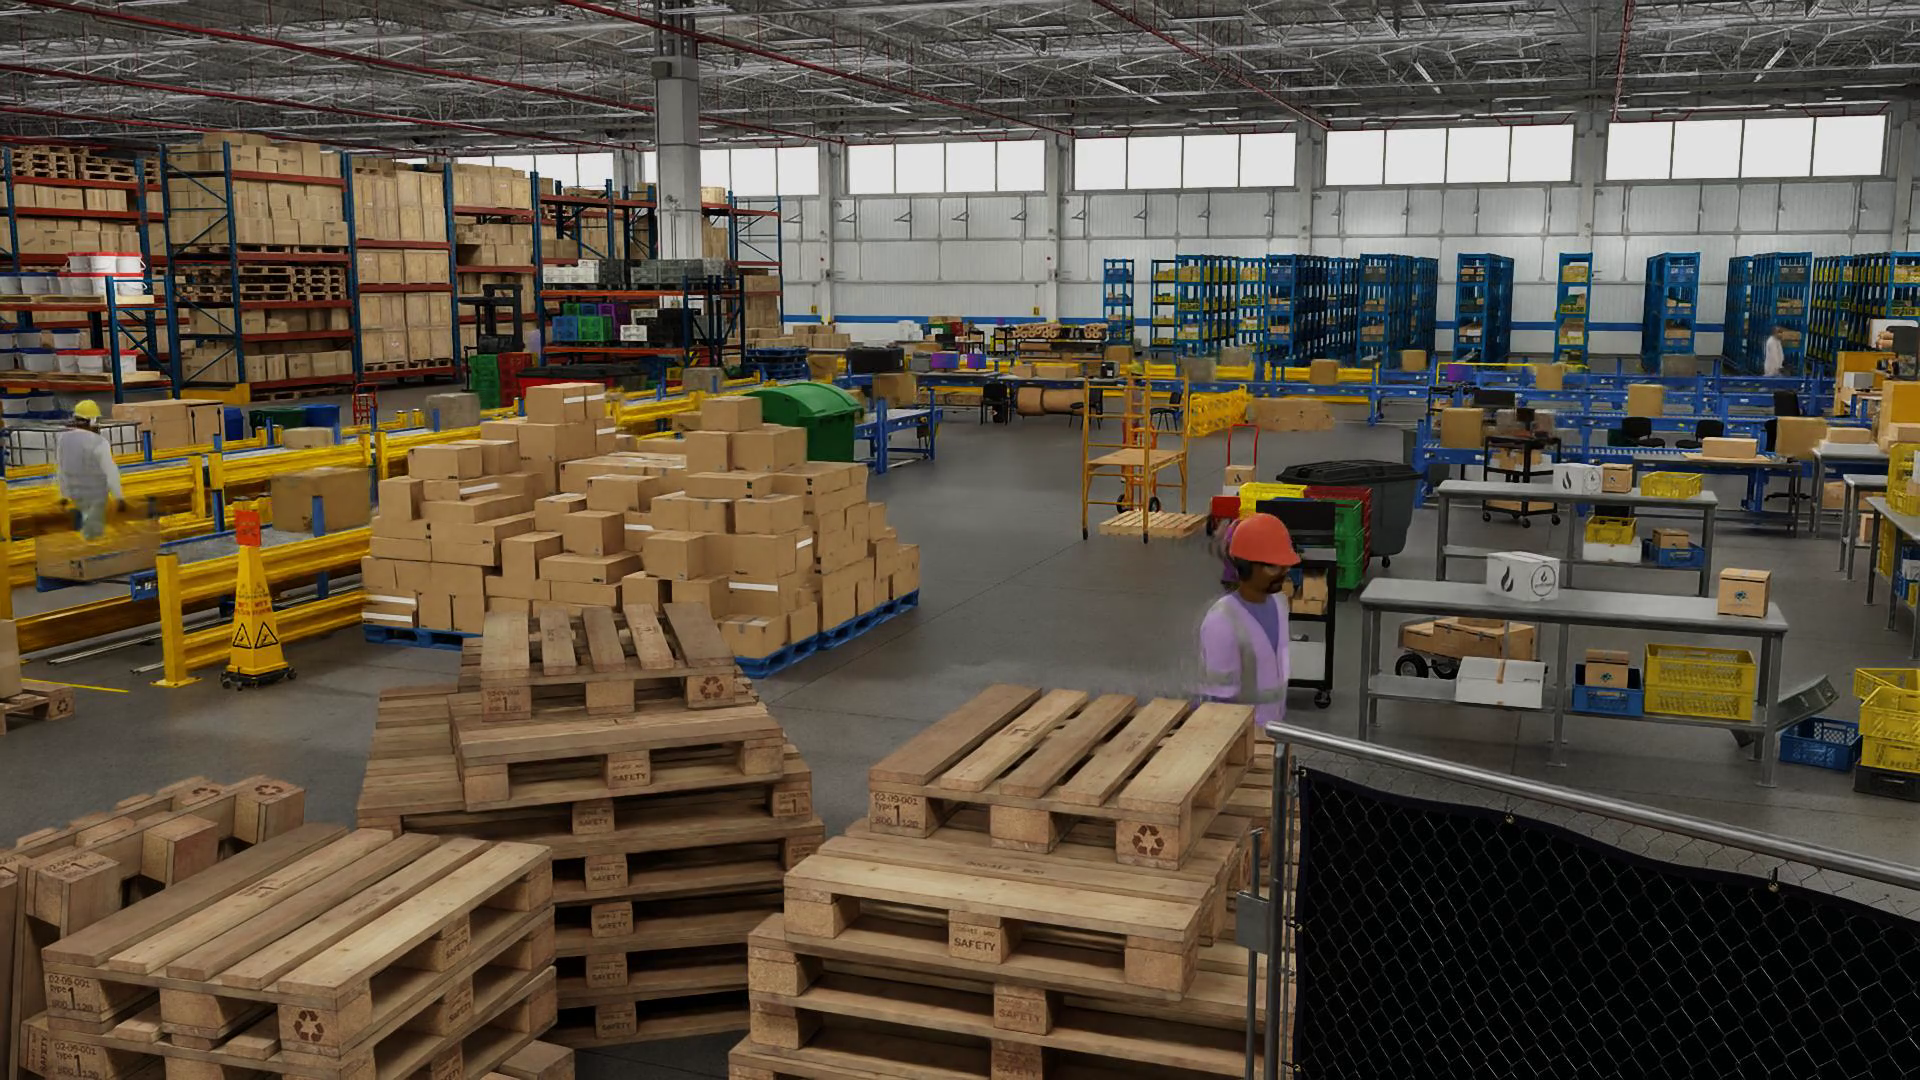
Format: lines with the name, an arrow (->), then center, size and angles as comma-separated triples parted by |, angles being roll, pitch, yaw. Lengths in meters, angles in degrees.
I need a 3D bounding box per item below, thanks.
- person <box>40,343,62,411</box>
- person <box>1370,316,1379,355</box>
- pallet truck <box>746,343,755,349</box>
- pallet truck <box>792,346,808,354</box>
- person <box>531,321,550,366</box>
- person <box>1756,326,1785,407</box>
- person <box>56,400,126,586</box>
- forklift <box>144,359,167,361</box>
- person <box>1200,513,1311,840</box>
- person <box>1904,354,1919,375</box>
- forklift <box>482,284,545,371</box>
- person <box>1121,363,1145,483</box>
person -> -19.398, -3.376, 35.308 | 0.846, 1.585, 0.518 | 3, 10, 18
person -> 13.095, -6.330, 52.658 | 0.415, 1.985, 0.611 | 3, 10, 19
pallet truck -> -6.183, -4.618, 44.264 | 1.601, 1.201, 0.680 | -9, 12, -43
pallet truck -> -3.705, -4.298, 42.022 | 0.653, 1.274, 1.630 | 3, 10, 20
person -> -10.692, -4.654, 42.319 | 0.645, 1.920, 0.575 | 8, 12, 40
person -> 18.757, -3.962, 38.141 | 0.763, 1.879, 0.653 | 6, 11, 33
person -> -8.489, -0.476, 16.423 | 0.627, 1.805, 0.757 | 3, 10, 20
forklift -> -28.200, -7.568, 57.607 | 1.129, 2.768, 1.873 | 3, 10, 20
person -> 1.299, 0.887, 7.199 | 0.539, 2.021, 0.632 | 8, 12, 41
person -> 20.509, -3.565, 35.857 | 0.597, 1.801, 0.848 | -7, 11, -38
forklift -> -10.832, -4.702, 39.610 | 1.129, 2.768, 1.873 | 3, 10, 20
person -> 2.538, -1.710, 24.333 | 0.329, 1.762, 0.523 | 3, 10, 21
